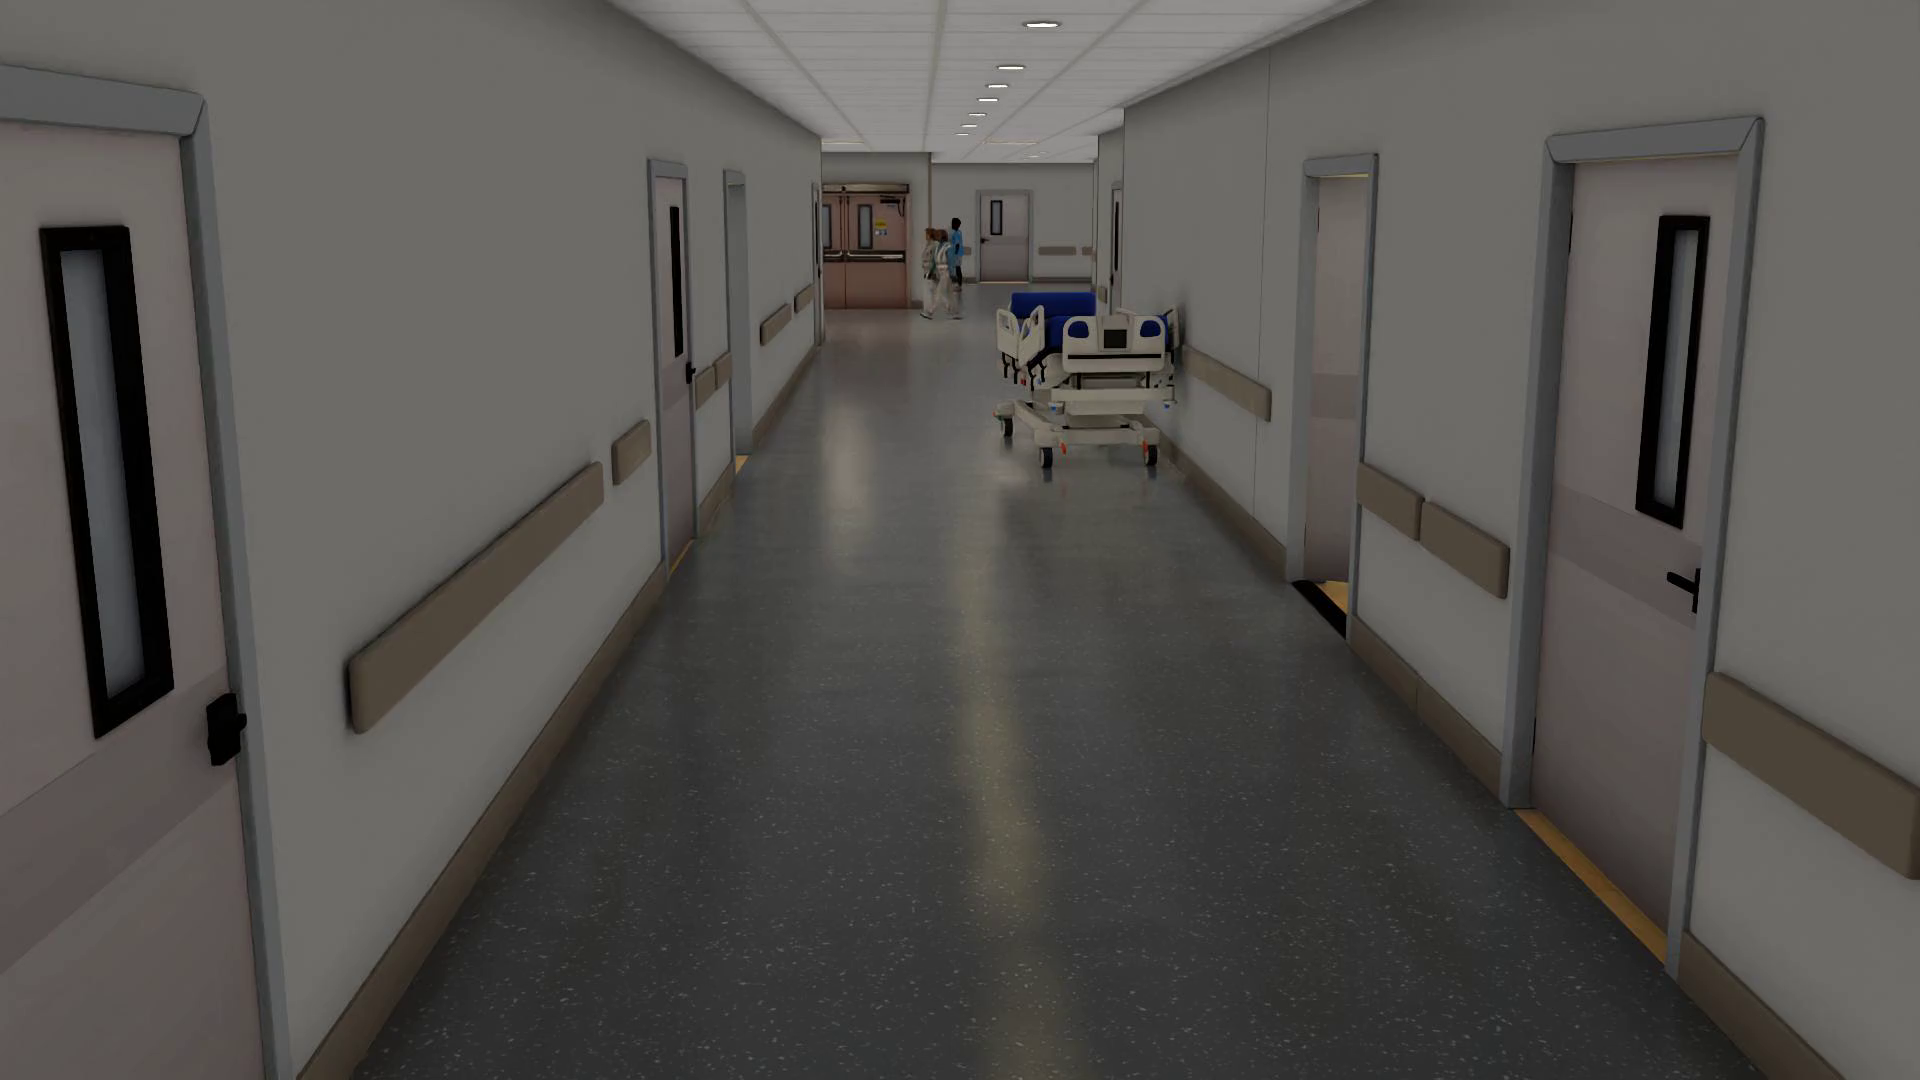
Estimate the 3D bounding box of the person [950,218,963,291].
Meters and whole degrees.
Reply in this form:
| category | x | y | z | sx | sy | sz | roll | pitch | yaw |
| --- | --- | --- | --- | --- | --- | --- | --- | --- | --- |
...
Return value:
| category | x | y | z | sx | sy | sz | roll | pitch | yaw |
| --- | --- | --- | --- | --- | --- | --- | --- | --- | --- |
| person | -0.080 | -6.623 | 38.607 | 0.316 | 1.695 | 0.542 | 1 | 12 | 3 |

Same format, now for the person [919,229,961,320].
| category | x | y | z | sx | sy | sz | roll | pitch | yaw |
| --- | --- | --- | --- | --- | --- | --- | --- | --- | --- |
| person | -0.337 | -4.676 | 29.374 | 0.866 | 1.589 | 0.507 | -5 | 13 | -23 |

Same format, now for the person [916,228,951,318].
| category | x | y | z | sx | sy | sz | roll | pitch | yaw |
| --- | --- | --- | --- | --- | --- | --- | --- | --- | --- |
| person | -0.472 | -4.816 | 29.988 | 0.640 | 1.621 | 0.526 | -3 | 12 | -13 |
